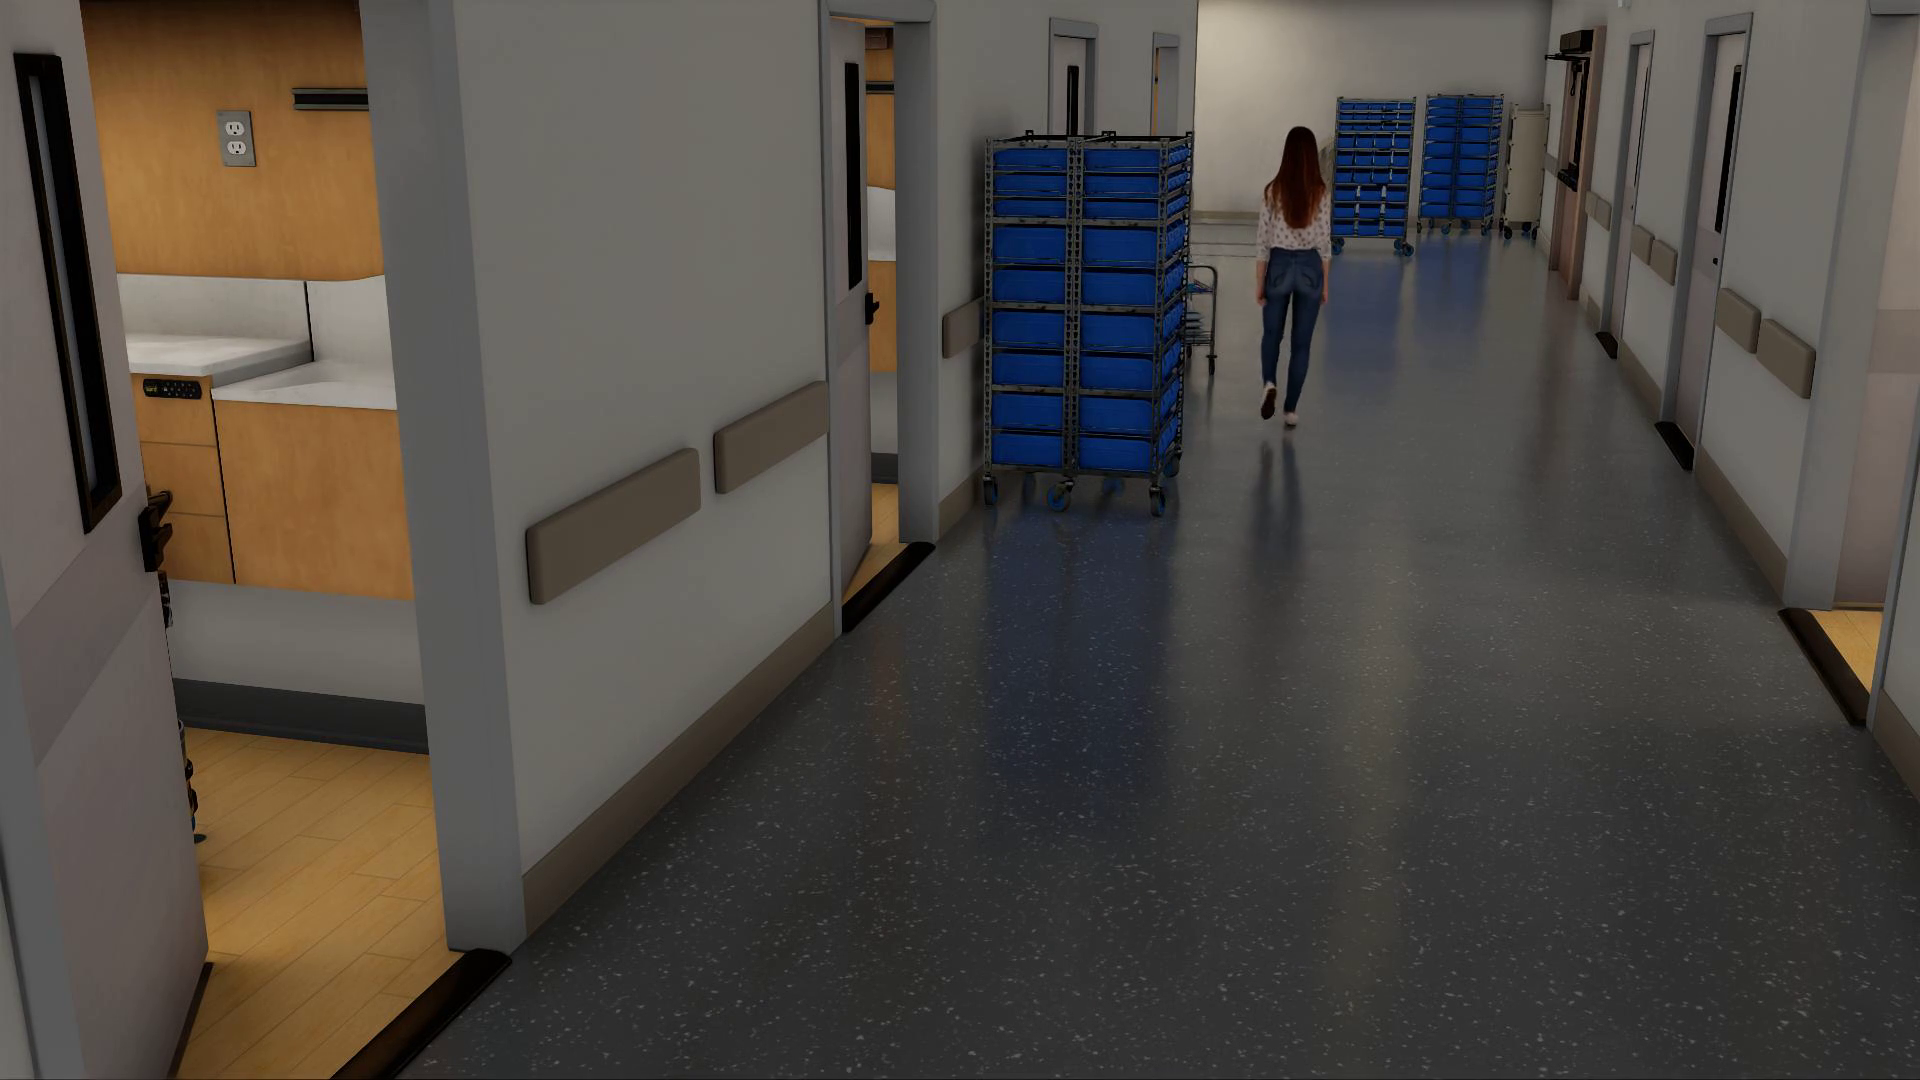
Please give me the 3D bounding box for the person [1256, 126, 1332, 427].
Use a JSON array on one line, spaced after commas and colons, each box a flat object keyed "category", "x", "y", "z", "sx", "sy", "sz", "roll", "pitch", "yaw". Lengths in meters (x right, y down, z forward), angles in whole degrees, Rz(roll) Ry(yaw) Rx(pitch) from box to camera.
[{"category": "person", "x": 1.919, "y": -1.489, "z": 9.577, "sx": 0.576, "sy": 1.720, "sz": 0.773, "roll": 4, "pitch": 16, "yaw": 15}]
